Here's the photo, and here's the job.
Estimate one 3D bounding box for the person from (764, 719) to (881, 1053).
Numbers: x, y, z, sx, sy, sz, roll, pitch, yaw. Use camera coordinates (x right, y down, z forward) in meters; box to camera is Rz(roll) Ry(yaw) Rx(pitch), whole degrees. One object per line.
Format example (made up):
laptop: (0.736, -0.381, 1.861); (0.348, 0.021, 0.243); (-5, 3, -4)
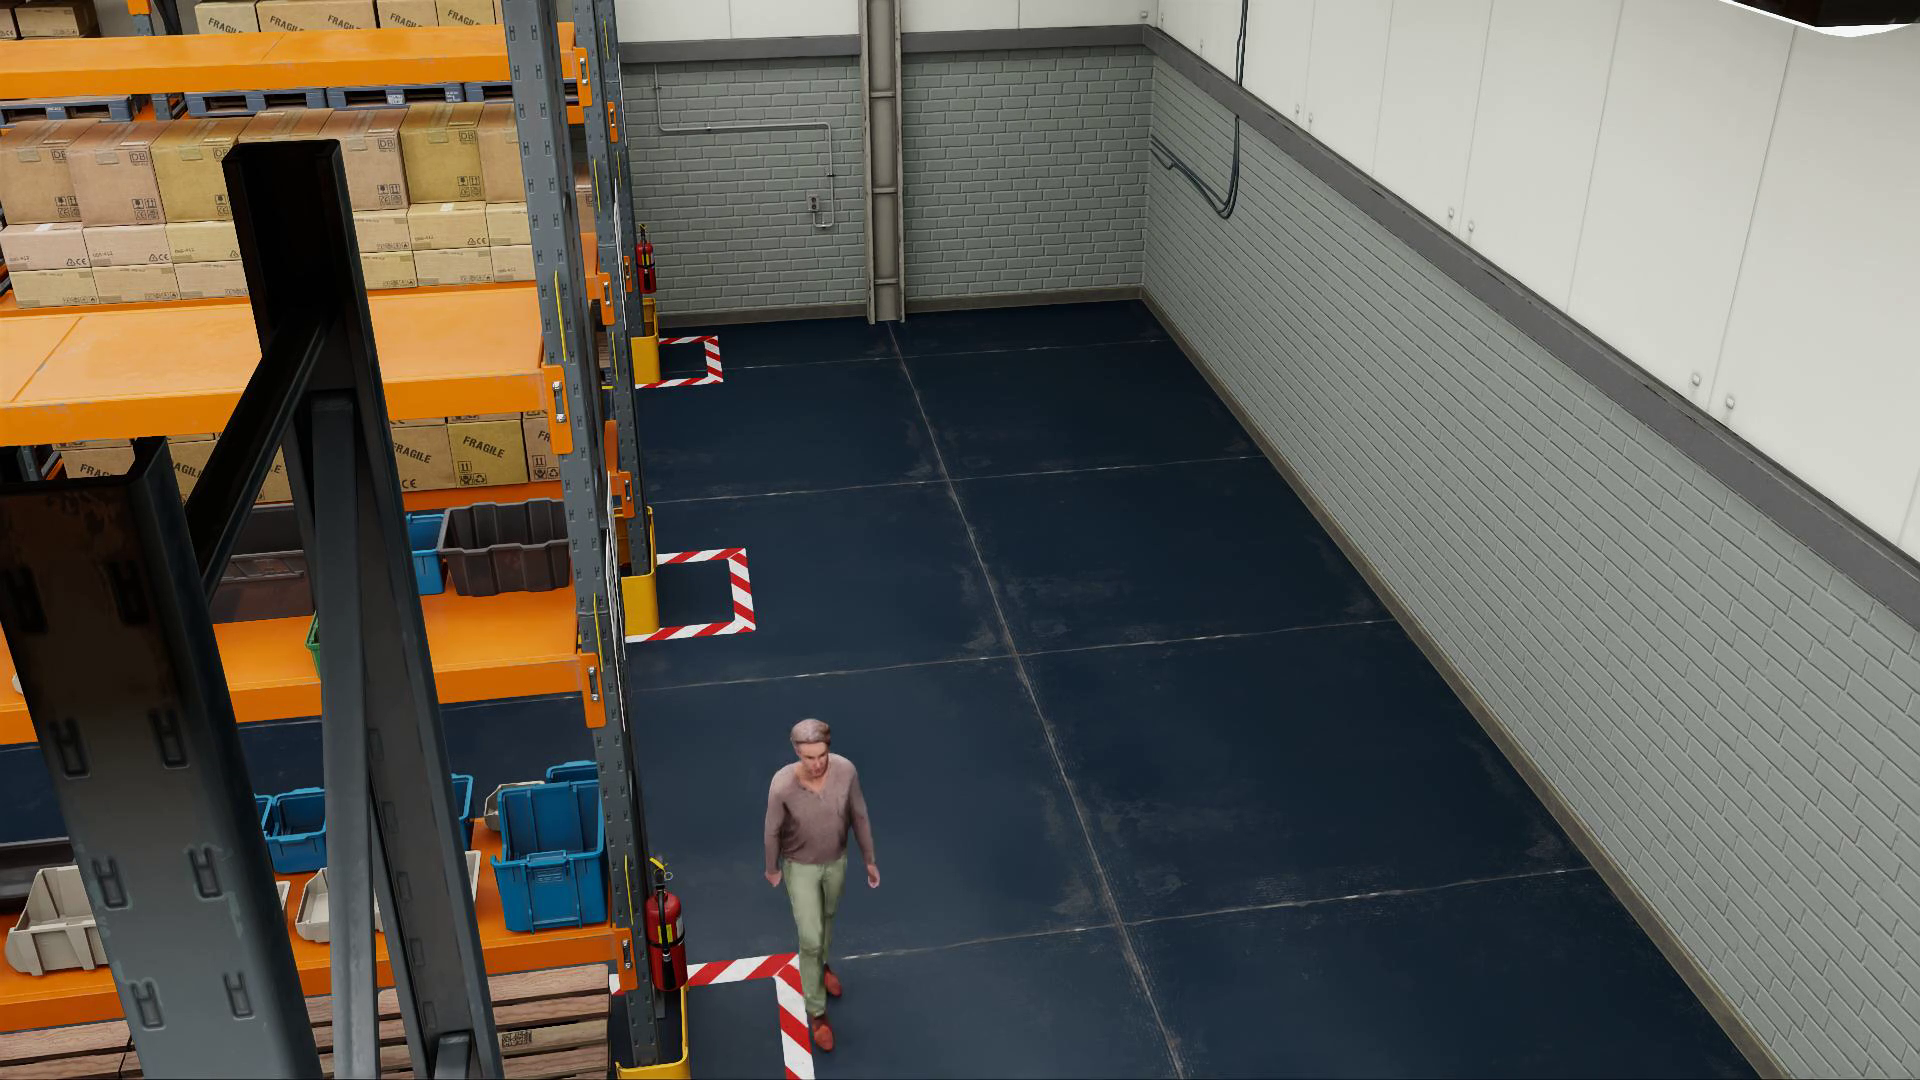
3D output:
person: (-0.796, 1.660, 8.813); (0.968, 1.847, 0.938); (-16, 32, -27)
